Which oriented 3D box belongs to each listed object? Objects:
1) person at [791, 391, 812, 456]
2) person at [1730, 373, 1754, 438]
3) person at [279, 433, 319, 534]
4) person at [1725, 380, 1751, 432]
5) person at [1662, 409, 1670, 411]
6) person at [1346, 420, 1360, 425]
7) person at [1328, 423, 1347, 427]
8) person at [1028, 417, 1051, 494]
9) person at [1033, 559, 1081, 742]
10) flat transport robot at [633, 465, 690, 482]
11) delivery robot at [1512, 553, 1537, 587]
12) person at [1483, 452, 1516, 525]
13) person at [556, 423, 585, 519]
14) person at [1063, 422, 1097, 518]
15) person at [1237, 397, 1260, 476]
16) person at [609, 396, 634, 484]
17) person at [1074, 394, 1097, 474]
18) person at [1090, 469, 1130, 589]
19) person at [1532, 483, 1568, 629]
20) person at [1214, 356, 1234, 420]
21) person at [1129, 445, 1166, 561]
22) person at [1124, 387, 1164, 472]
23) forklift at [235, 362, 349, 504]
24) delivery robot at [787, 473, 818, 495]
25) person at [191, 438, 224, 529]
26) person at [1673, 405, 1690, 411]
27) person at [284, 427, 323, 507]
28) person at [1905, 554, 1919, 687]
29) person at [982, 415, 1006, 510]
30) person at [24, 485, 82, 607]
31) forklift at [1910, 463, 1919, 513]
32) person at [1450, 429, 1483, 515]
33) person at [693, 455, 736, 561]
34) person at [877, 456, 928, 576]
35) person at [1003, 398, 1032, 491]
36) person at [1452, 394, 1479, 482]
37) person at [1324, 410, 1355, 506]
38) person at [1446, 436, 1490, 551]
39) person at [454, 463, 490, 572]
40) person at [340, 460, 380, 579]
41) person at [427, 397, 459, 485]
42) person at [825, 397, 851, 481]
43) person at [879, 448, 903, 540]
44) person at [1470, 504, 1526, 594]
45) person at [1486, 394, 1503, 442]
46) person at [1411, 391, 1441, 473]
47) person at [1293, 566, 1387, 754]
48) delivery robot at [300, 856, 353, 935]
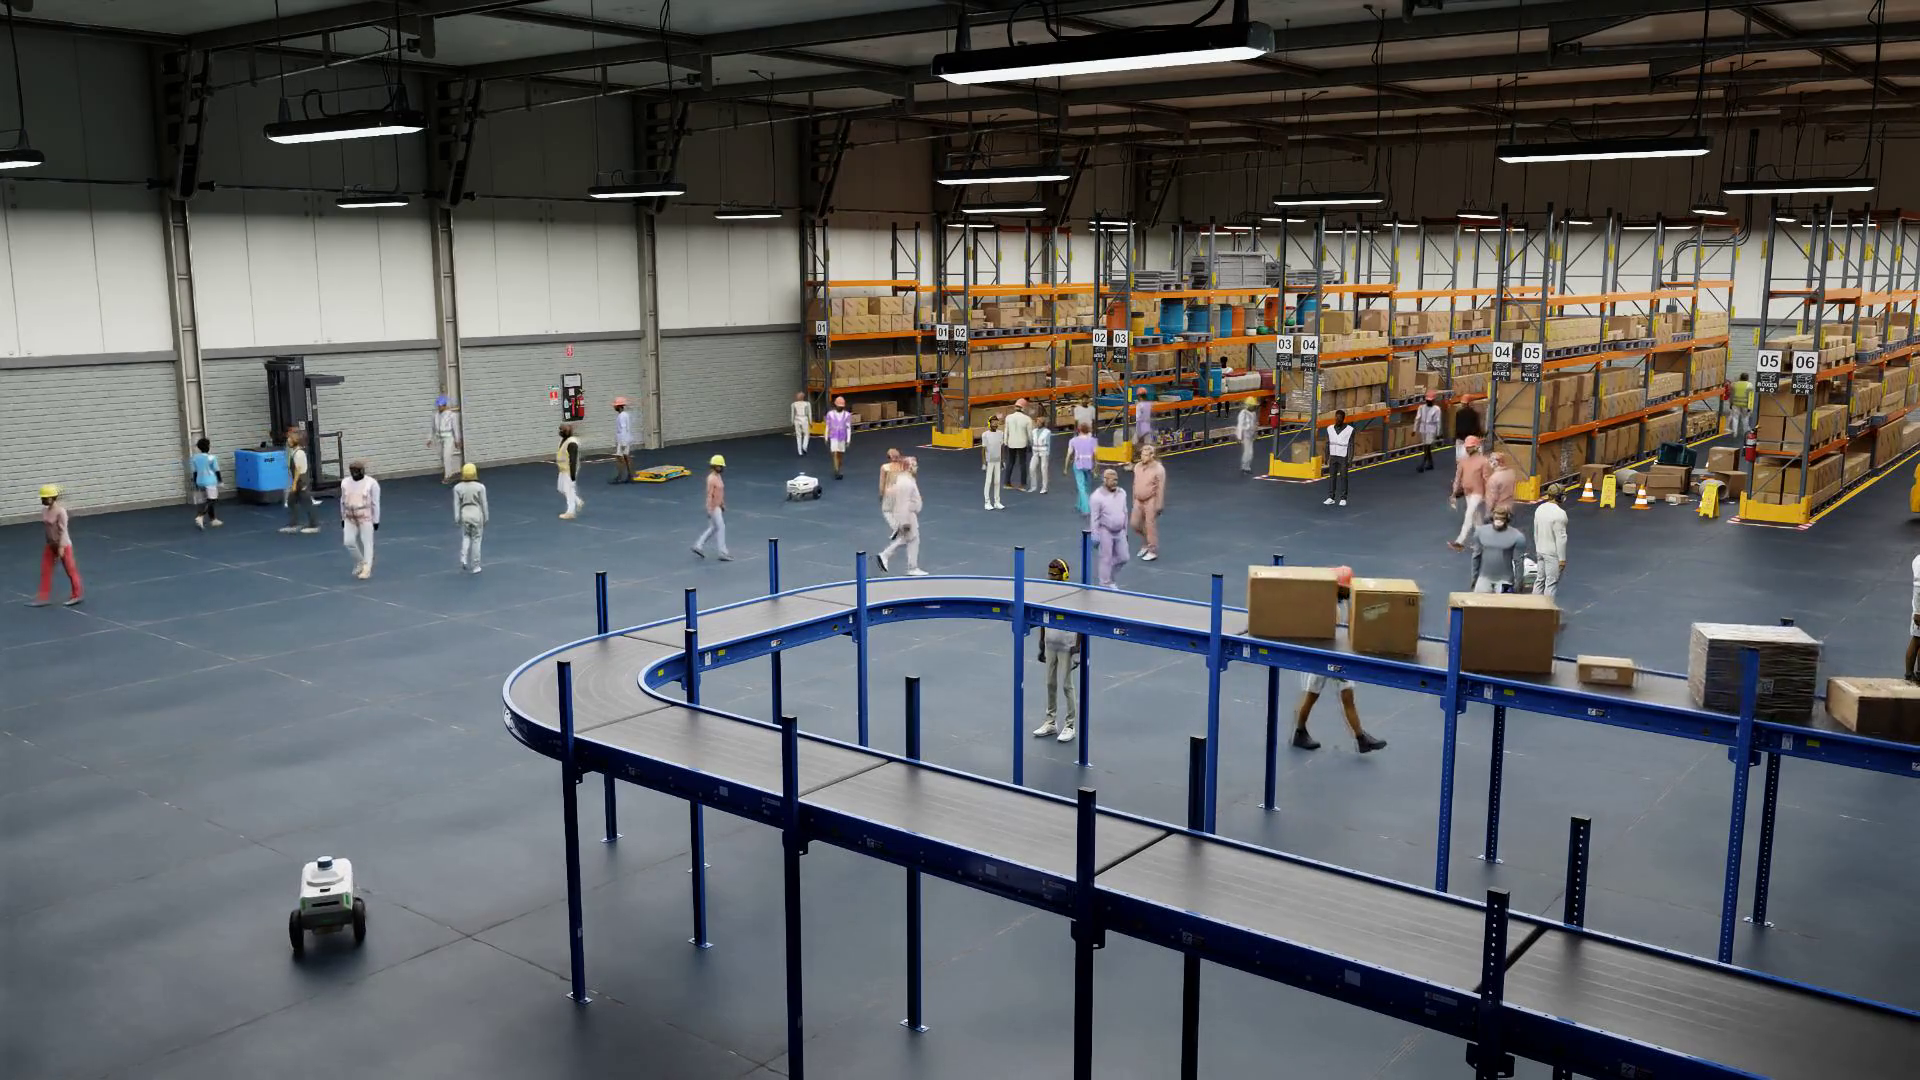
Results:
[{"bbox_3d":[-3.984,-2.931,39.354,0.536,1.626,0.370,1,10,5],"label":"person"},{"bbox_3d":[21.746,-3.754,43.505,0.643,1.797,0.924,8,13,38],"label":"person"},{"bbox_3d":[-11.907,-1.001,27.963,0.771,1.815,0.521,-6,12,-31],"label":"person"},{"bbox_3d":[22.350,-3.871,44.788,0.486,1.581,0.843,-8,13,-38],"label":"person"},{"bbox_3d":[20.722,-4.285,46.155,0.630,1.926,0.624,-8,13,-38],"label":"person"},{"bbox_3d":[10.288,-3.290,41.199,0.868,1.703,0.542,-8,13,-38],"label":"person"},{"bbox_3d":[10.416,-3.729,42.832,0.938,2.000,0.676,-9,14,-42],"label":"person"},{"bbox_3d":[1.662,-1.768,32.849,0.523,1.625,0.535,7,13,36],"label":"person"},{"bbox_3d":[1.006,1.111,15.952,0.539,1.869,0.313,9,13,40],"label":"person"},{"bbox_3d":[-6.725,-1.505,35.288,0.652,0.197,1.431,4,11,19],"label":"flat transport robot"},{"bbox_3d":[8.374,0.436,23.307,0.477,0.478,0.707,-2,10,-10],"label":"delivery robot"},{"bbox_3d":[8.467,-0.447,24.669,0.659,1.883,0.417,-10,14,-44],"label":"person"},{"bbox_3d":[-7.434,-1.319,29.737,0.459,1.828,0.648,-6,12,-29],"label":"person"},{"bbox_3d":[2.314,-1.358,30.055,0.597,1.786,0.964,-4,11,-20],"label":"person"},{"bbox_3d":[6.633,-2.357,35.610,0.572,1.811,0.626,9,13,41],"label":"person"},{"bbox_3d":[-7.464,-2.195,34.412,0.404,1.939,0.548,-1,10,-4],"label":"person"},{"bbox_3d":[2.901,-2.432,35.959,0.564,1.838,0.868,-1,10,-5],"label":"person"},{"bbox_3d":[2.180,-0.083,22.595,0.683,1.893,0.432,-6,12,-32],"label":"person"},{"bbox_3d":[7.889,0.201,20.878,0.372,1.940,0.627,-2,10,-11],"label":"person"},{"bbox_3d":[8.182,-4.727,48.543,0.607,1.963,0.373,6,12,32],"label":"person"},{"bbox_3d":[3.039,-0.607,25.560,0.435,1.889,0.678,-9,13,-41],"label":"person"},{"bbox_3d":[4.281,-2.549,36.202,1.035,2.007,0.601,10,14,44],"label":"person"},{"bbox_3d":[-13.803,-2.244,32.110,1.129,2.768,1.873,8,13,37],"label":"forklift"},{"bbox_3d":[-3.241,-1.146,32.209,0.477,0.478,0.707,6,11,29],"label":"delivery robot"},{"bbox_3d":[-13.790,-1.033,28.562,0.532,1.671,0.762,3,11,18],"label":"person"},{"bbox_3d":[21.187,-4.141,45.665,0.941,1.818,0.598,5,11,28],"label":"person"},{"bbox_3d":[-13.140,-1.460,31.159,0.772,1.599,0.511,-7,12,-36],"label":"person"},{"bbox_3d":[10.994,0.765,17.702,0.543,1.939,0.362,-5,11,-28],"label":"person"},{"bbox_3d":[0.667,-1.534,30.880,0.515,1.862,0.320,-6,12,-30],"label":"person"},{"bbox_3d":[-12.792,0.104,21.973,0.552,1.729,0.826,5,11,25],"label":"person"},{"bbox_3d":[19.034,-1.348,28.998,2.313,2.155,1.214,8,13,37],"label":"forklift"},{"bbox_3d":[9.808,-1.316,30.146,0.540,1.685,0.536,-7,12,-34],"label":"person"},{"bbox_3d":[-4.058,-0.525,25.591,0.762,1.749,0.540,1,10,6],"label":"person"},{"bbox_3d":[-0.884,-0.358,24.202,0.692,1.887,0.640,-2,10,-10],"label":"person"},{"bbox_3d":[1.245,-2.037,33.398,0.644,1.969,0.424,5,11,26],"label":"person"},{"bbox_3d":[11.261,-2.272,34.717,0.662,1.975,0.613,-7,12,-36],"label":"person"},{"bbox_3d":[7.614,-1.659,31.400,0.599,1.917,0.376,7,12,36],"label":"person"},{"bbox_3d":[8.555,-0.779,26.354,1.033,1.939,0.610,-4,11,-23],"label":"person"},{"bbox_3d":[-7.660,-0.355,24.596,0.488,1.731,0.375,0,10,2],"label":"person"},{"bbox_3d":[-9.244,-0.320,24.102,0.651,1.832,0.447,1,10,7],"label":"person"},{"bbox_3d":[-11.377,-2.168,34.289,0.635,1.915,0.841,3,11,17],"label":"person"},{"bbox_3d":[-2.724,-2.289,35.091,0.554,1.866,1.057,-3,10,-15],"label":"person"},{"bbox_3d":[-1.145,-0.784,27.296,0.528,1.622,0.462,-6,12,-31],"label":"person"},{"bbox_3d":[6.587,0.505,19.210,0.653,1.918,0.460,7,12,33],"label":"person"},{"bbox_3d":[12.919,-2.657,37.415,0.609,1.778,0.947,8,13,38],"label":"person"},{"bbox_3d":[10.911,-2.531,36.459,0.554,1.885,1.032,9,14,42],"label":"person"},{"bbox_3d":[3.740,1.197,15.429,1.002,1.874,0.548,9,14,42],"label":"person"},{"bbox_3d":[-4.617,2.550,11.404,0.477,0.478,0.707,-4,11,-21],"label":"delivery robot"}]
